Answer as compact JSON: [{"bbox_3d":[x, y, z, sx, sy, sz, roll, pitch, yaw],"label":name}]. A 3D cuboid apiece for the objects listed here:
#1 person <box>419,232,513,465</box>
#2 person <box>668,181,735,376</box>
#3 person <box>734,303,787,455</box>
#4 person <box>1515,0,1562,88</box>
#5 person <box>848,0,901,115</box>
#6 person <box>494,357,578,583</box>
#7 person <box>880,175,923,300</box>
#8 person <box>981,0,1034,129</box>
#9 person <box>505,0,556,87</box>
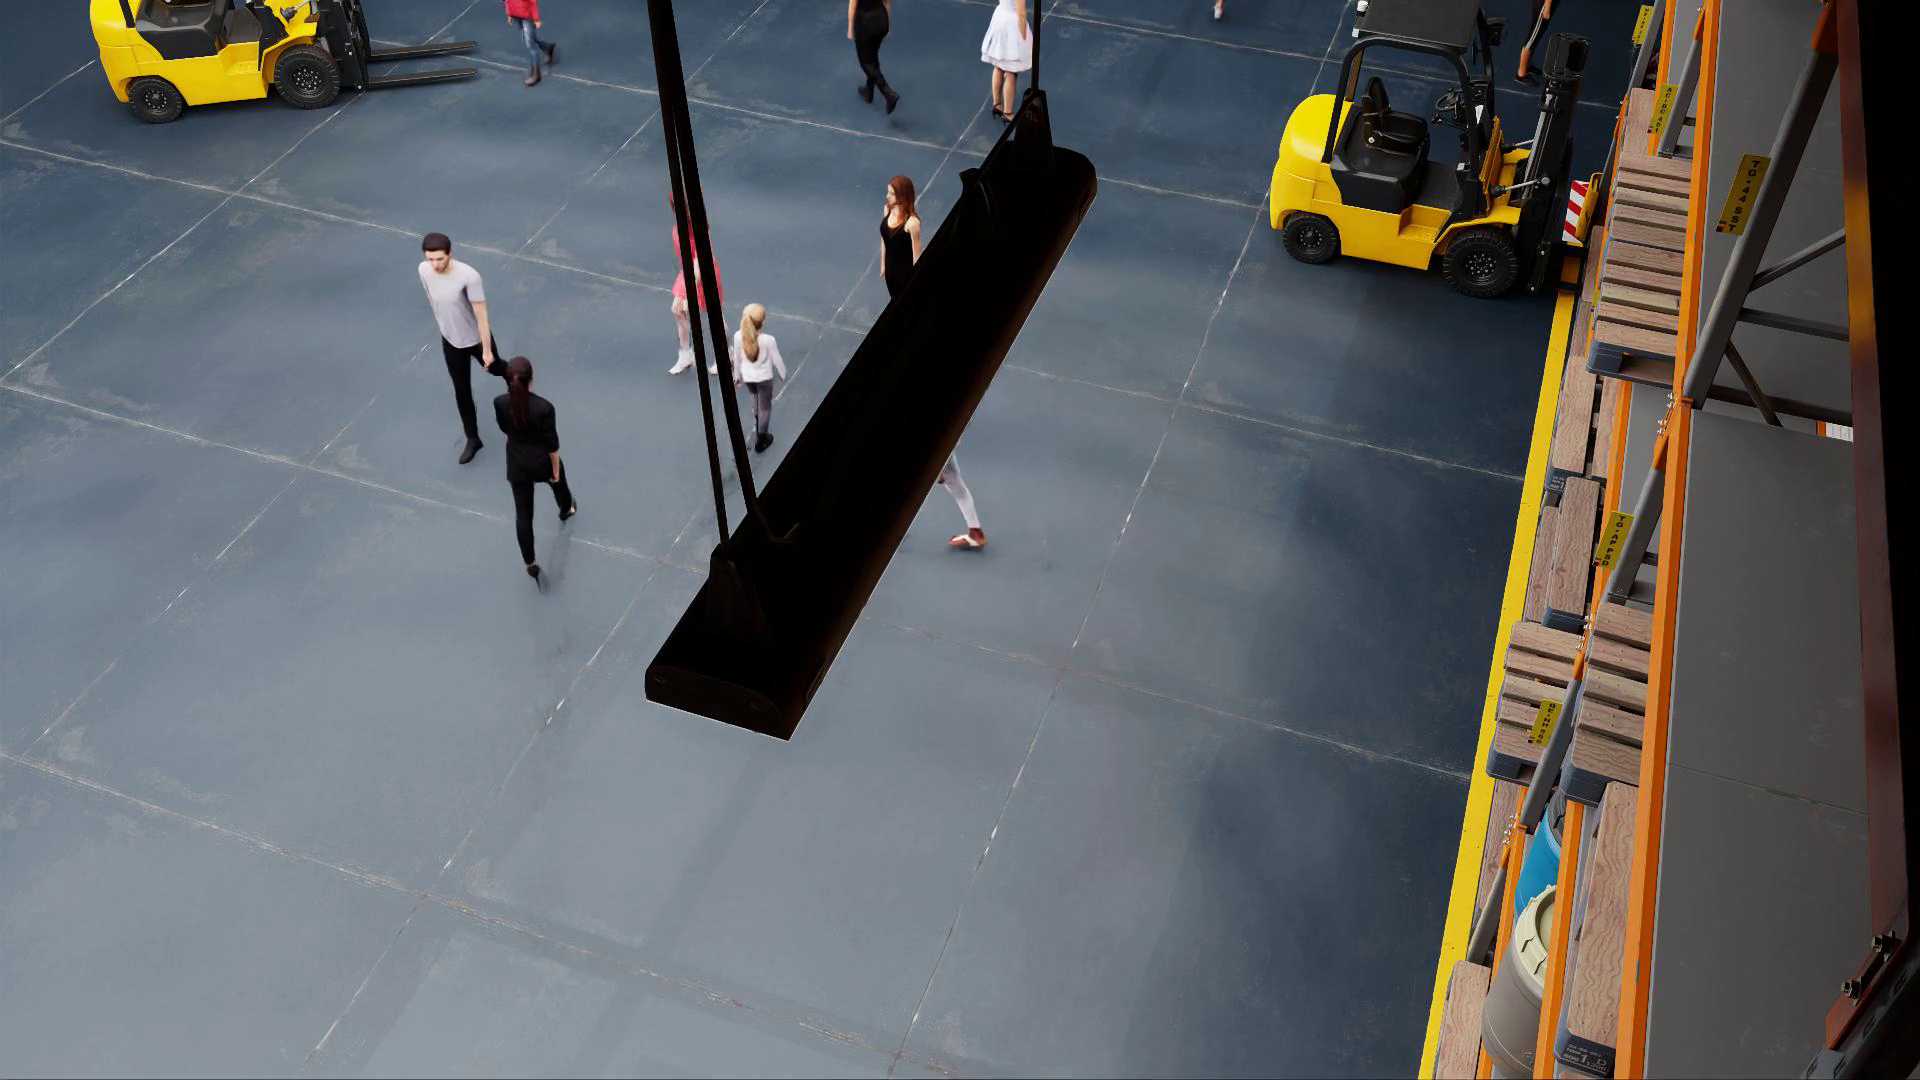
[{"bbox_3d":[-3.593,-1.548,12.285,0.815,1.832,1.235,6,44,7],"label":"person"},{"bbox_3d":[-1.904,-2.007,12.787,0.892,1.804,0.816,-24,49,-23],"label":"person"},{"bbox_3d":[-1.521,-1.166,12.293,0.523,1.269,0.649,13,45,13],"label":"person"},{"bbox_3d":[5.786,-5.326,16.369,0.660,1.669,0.464,19,47,19],"label":"person"},{"bbox_3d":[-0.819,-4.859,15.878,1.029,1.671,0.987,-27,50,-25],"label":"person"},{"bbox_3d":[-2.914,-0.436,11.281,0.797,1.607,1.160,4,44,4],"label":"person"},{"bbox_3d":[-0.429,-2.073,12.913,0.673,1.725,0.658,-29,51,-27],"label":"person"},{"bbox_3d":[0.472,-4.760,15.673,0.910,1.810,0.858,-24,48,-23],"label":"person"},{"bbox_3d":[-4.289,-5.235,16.543,0.646,1.298,0.871,24,48,23],"label":"person"}]
